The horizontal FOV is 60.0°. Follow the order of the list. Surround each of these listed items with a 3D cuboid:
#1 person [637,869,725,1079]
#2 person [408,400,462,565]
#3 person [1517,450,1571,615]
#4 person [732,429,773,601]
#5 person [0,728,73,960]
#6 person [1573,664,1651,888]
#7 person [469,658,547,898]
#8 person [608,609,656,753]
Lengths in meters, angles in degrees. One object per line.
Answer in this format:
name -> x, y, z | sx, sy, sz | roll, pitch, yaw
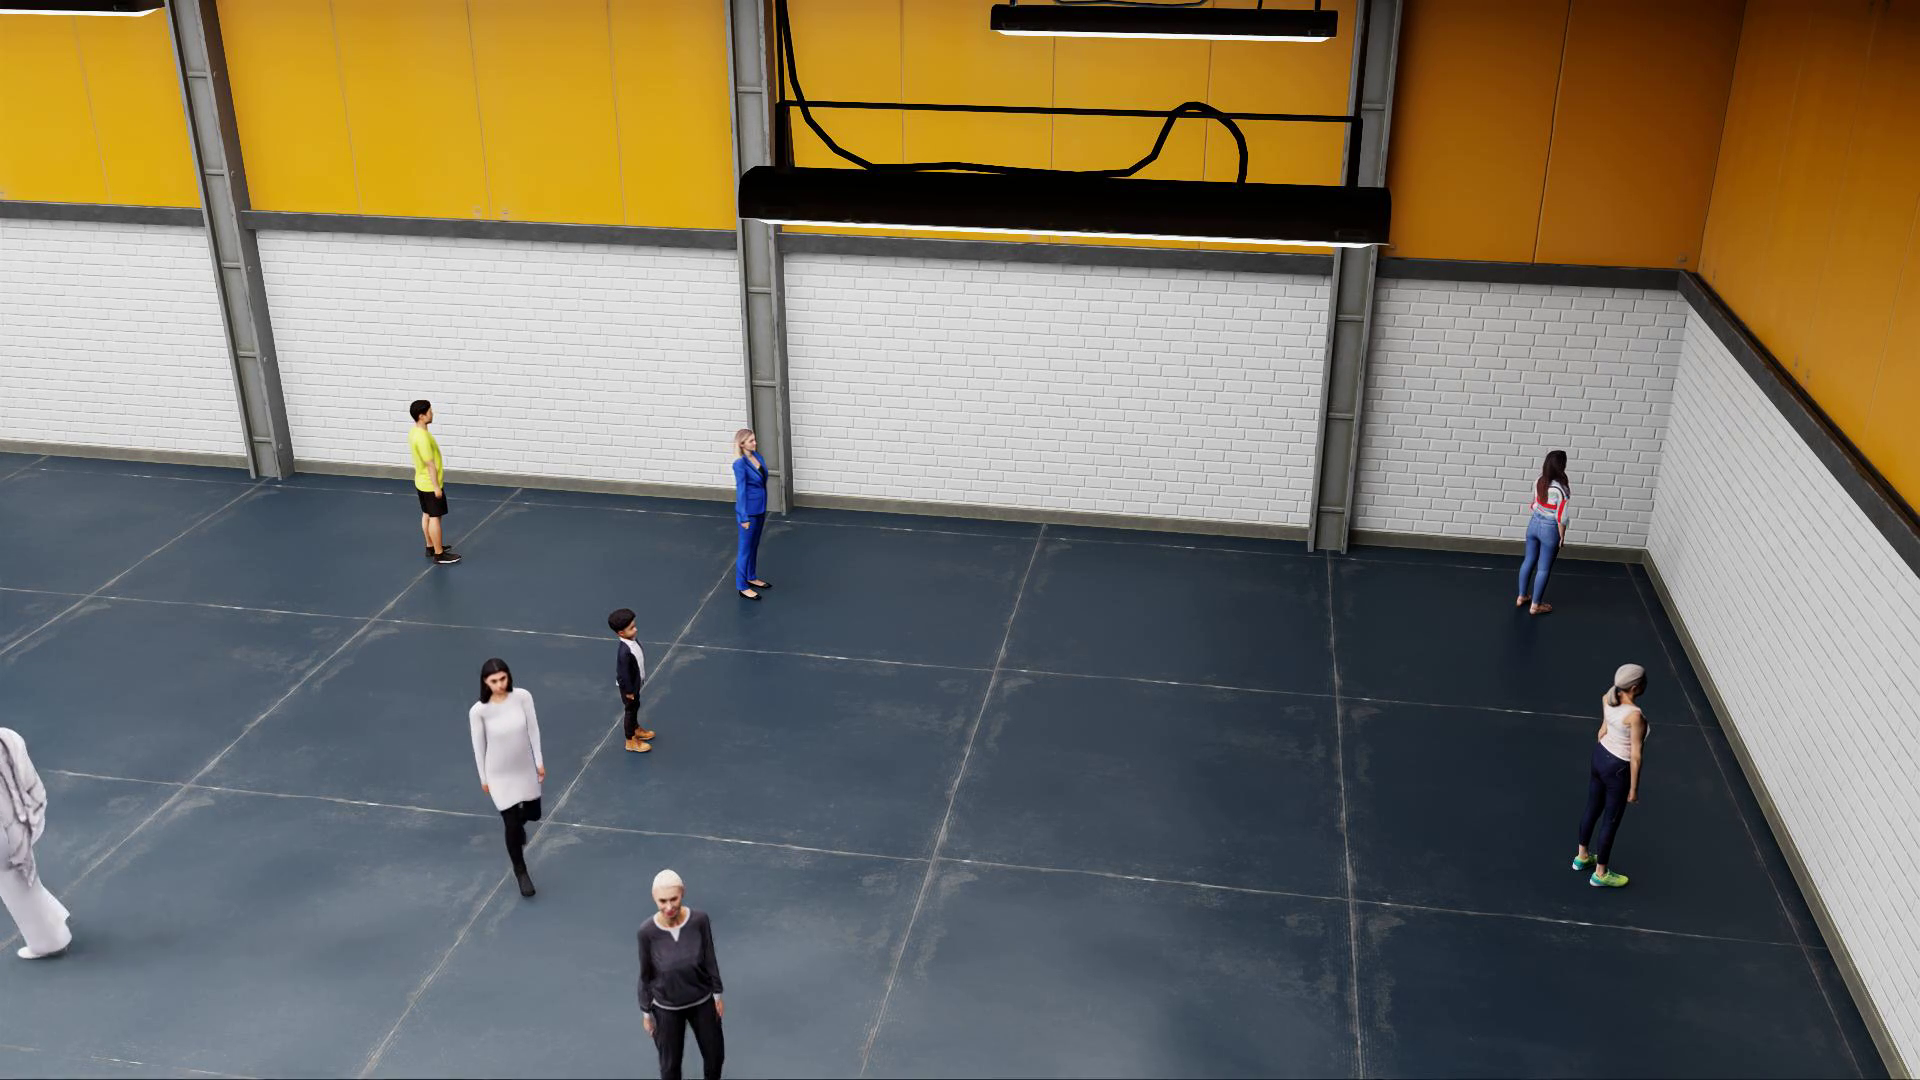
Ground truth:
person -> -1.576, 2.589, 9.491 | 0.654, 1.724, 0.777 | -7, 25, -16
person -> -5.369, -0.600, 16.804 | 0.748, 1.709, 0.696 | -15, 27, -30
person -> 5.541, -0.096, 15.773 | 0.696, 1.612, 0.660 | -12, 26, -26
person -> -2.037, -0.273, 16.069 | 0.559, 1.700, 0.637 | 6, 24, 14
person -> -6.098, 1.902, 10.826 | 0.829, 1.914, 0.781 | -1, 24, -1
person -> 4.589, 1.634, 11.703 | 0.661, 1.702, 0.668 | -6, 24, -13
person -> -3.157, 1.599, 11.672 | 0.978, 1.790, 1.025 | -14, 27, -29
person -> -2.675, 1.117, 13.479 | 0.538, 1.227, 0.534 | 0, 24, 1
